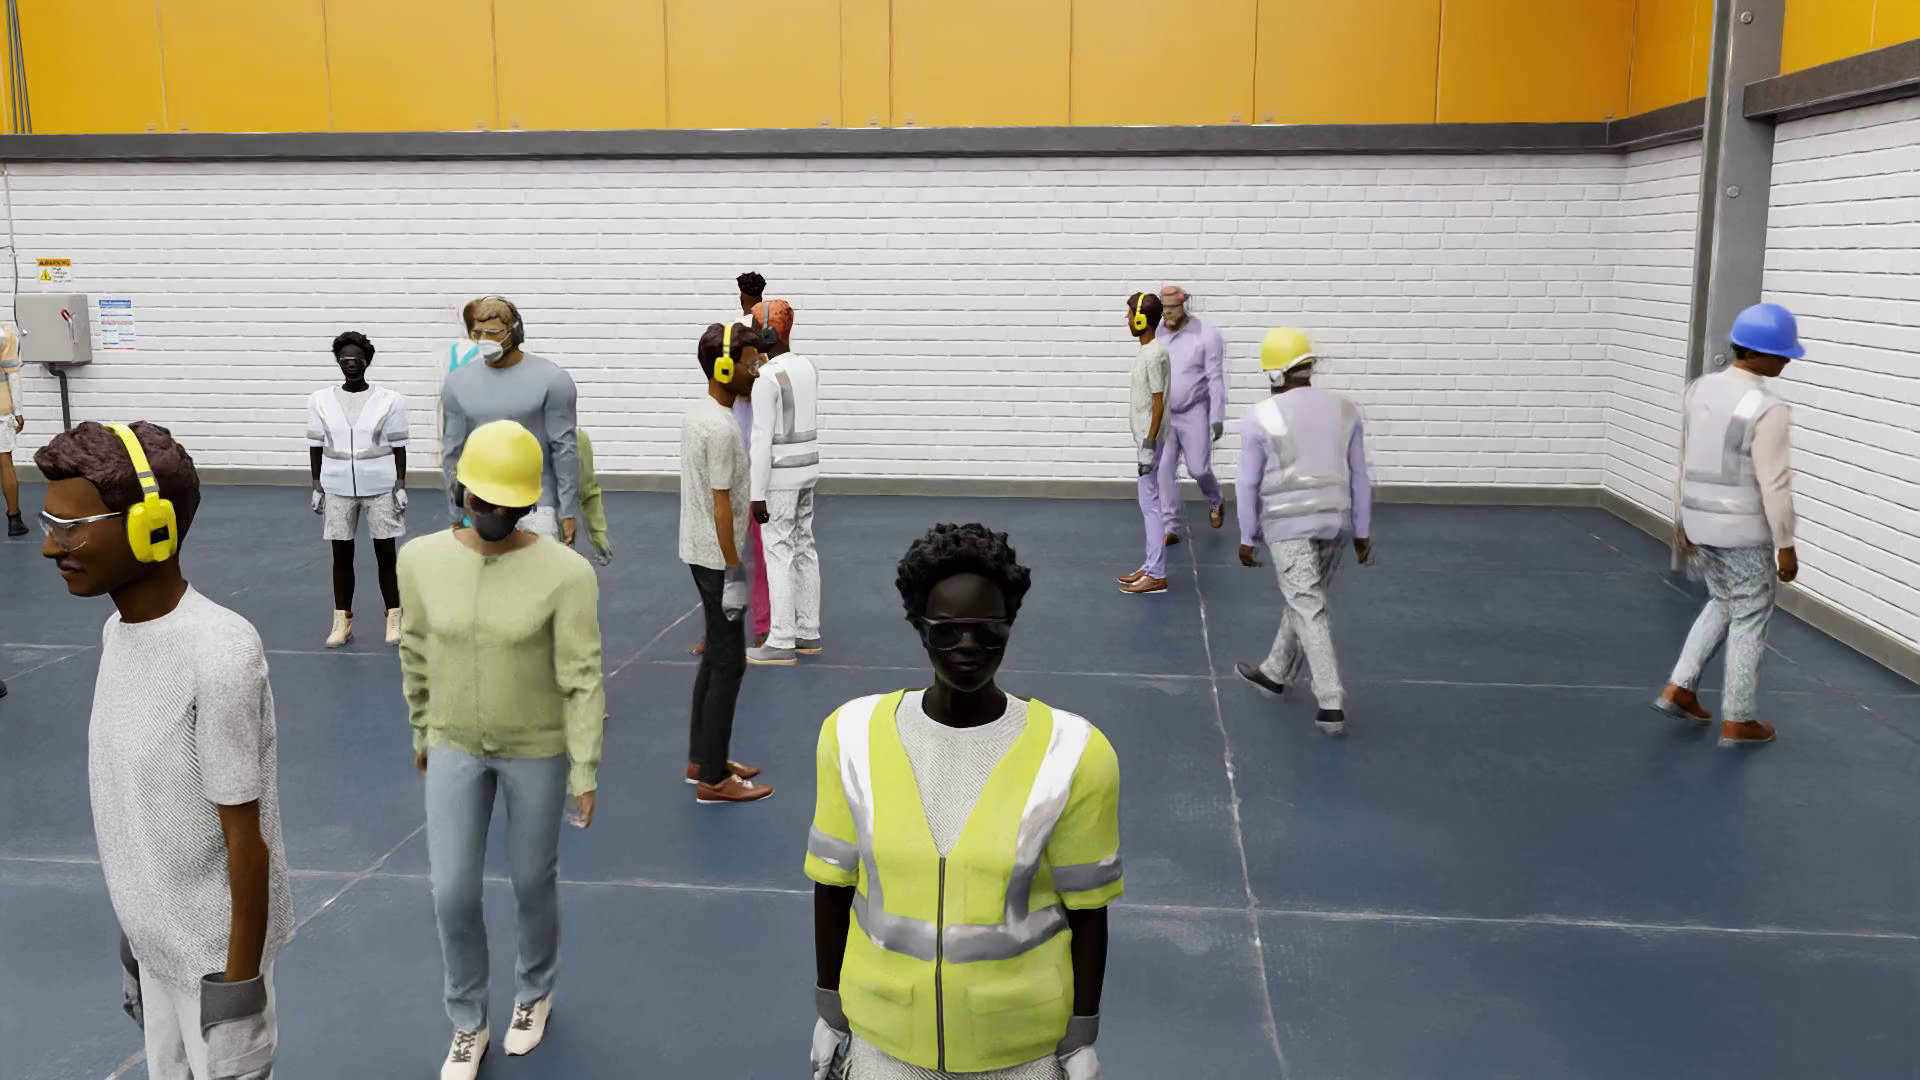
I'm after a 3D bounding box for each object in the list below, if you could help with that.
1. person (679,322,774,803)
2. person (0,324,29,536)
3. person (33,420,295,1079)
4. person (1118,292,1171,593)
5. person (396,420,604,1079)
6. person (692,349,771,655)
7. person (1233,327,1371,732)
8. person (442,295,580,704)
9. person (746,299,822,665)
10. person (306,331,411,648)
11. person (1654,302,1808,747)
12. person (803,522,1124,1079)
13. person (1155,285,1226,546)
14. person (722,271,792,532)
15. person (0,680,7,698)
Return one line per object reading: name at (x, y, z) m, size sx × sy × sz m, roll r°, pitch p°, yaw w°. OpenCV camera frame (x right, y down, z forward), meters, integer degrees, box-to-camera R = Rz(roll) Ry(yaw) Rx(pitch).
person at (-0.916, 0.093, 6.424) m, size 0.324 × 1.855 × 0.528 m, roll -3°, pitch 10°, yaw -17°
person at (-7.218, -0.973, 12.276) m, size 0.545 × 1.938 × 0.362 m, roll -5°, pitch 11°, yaw -27°
person at (-1.297, 0.724, 2.798) m, size 0.510 × 1.861 × 0.324 m, roll 9°, pitch 13°, yaw 42°
person at (1.153, -0.599, 10.343) m, size 0.312 × 1.865 × 0.536 m, roll 1°, pitch 10°, yaw 5°
person at (-1.154, 0.536, 4.242) m, size 0.545 × 1.713 × 0.585 m, roll 0°, pitch 10°, yaw -1°
person at (-1.154, -0.195, 8.742) m, size 0.605 × 1.619 × 0.268 m, roll -1°, pitch 10°, yaw -8°
person at (1.552, -0.061, 7.526) m, size 0.603 × 1.784 × 0.876 m, roll -4°, pitch 11°, yaw -23°
person at (-2.030, -0.139, 7.538) m, size 0.637 × 1.930 × 0.373 m, roll 1°, pitch 10°, yaw 7°
person at (-0.913, -0.293, 8.562) m, size 0.358 × 1.880 × 0.575 m, roll 4°, pitch 11°, yaw 22°
person at (-3.219, -0.269, 8.927) m, size 0.535 × 1.700 × 0.318 m, roll -2°, pitch 10°, yaw -9°
person at (3.317, -0.053, 7.085) m, size 0.454 × 1.910 × 0.636 m, roll -2°, pitch 10°, yaw -10°
person at (-0.003, 0.808, 2.764) m, size 0.535 × 1.700 × 0.318 m, roll 2°, pitch 10°, yaw 11°
person at (1.637, -0.903, 12.055) m, size 0.682 × 1.879 × 0.700 m, roll 6°, pitch 12°, yaw 31°
person at (-1.555, -1.039, 12.572) m, size 0.603 × 1.966 × 0.367 m, roll -5°, pitch 11°, yaw -26°
person at (-4.759, -0.169, 7.673) m, size 0.543 × 1.938 × 0.356 m, roll -4°, pitch 11°, yaw -22°
